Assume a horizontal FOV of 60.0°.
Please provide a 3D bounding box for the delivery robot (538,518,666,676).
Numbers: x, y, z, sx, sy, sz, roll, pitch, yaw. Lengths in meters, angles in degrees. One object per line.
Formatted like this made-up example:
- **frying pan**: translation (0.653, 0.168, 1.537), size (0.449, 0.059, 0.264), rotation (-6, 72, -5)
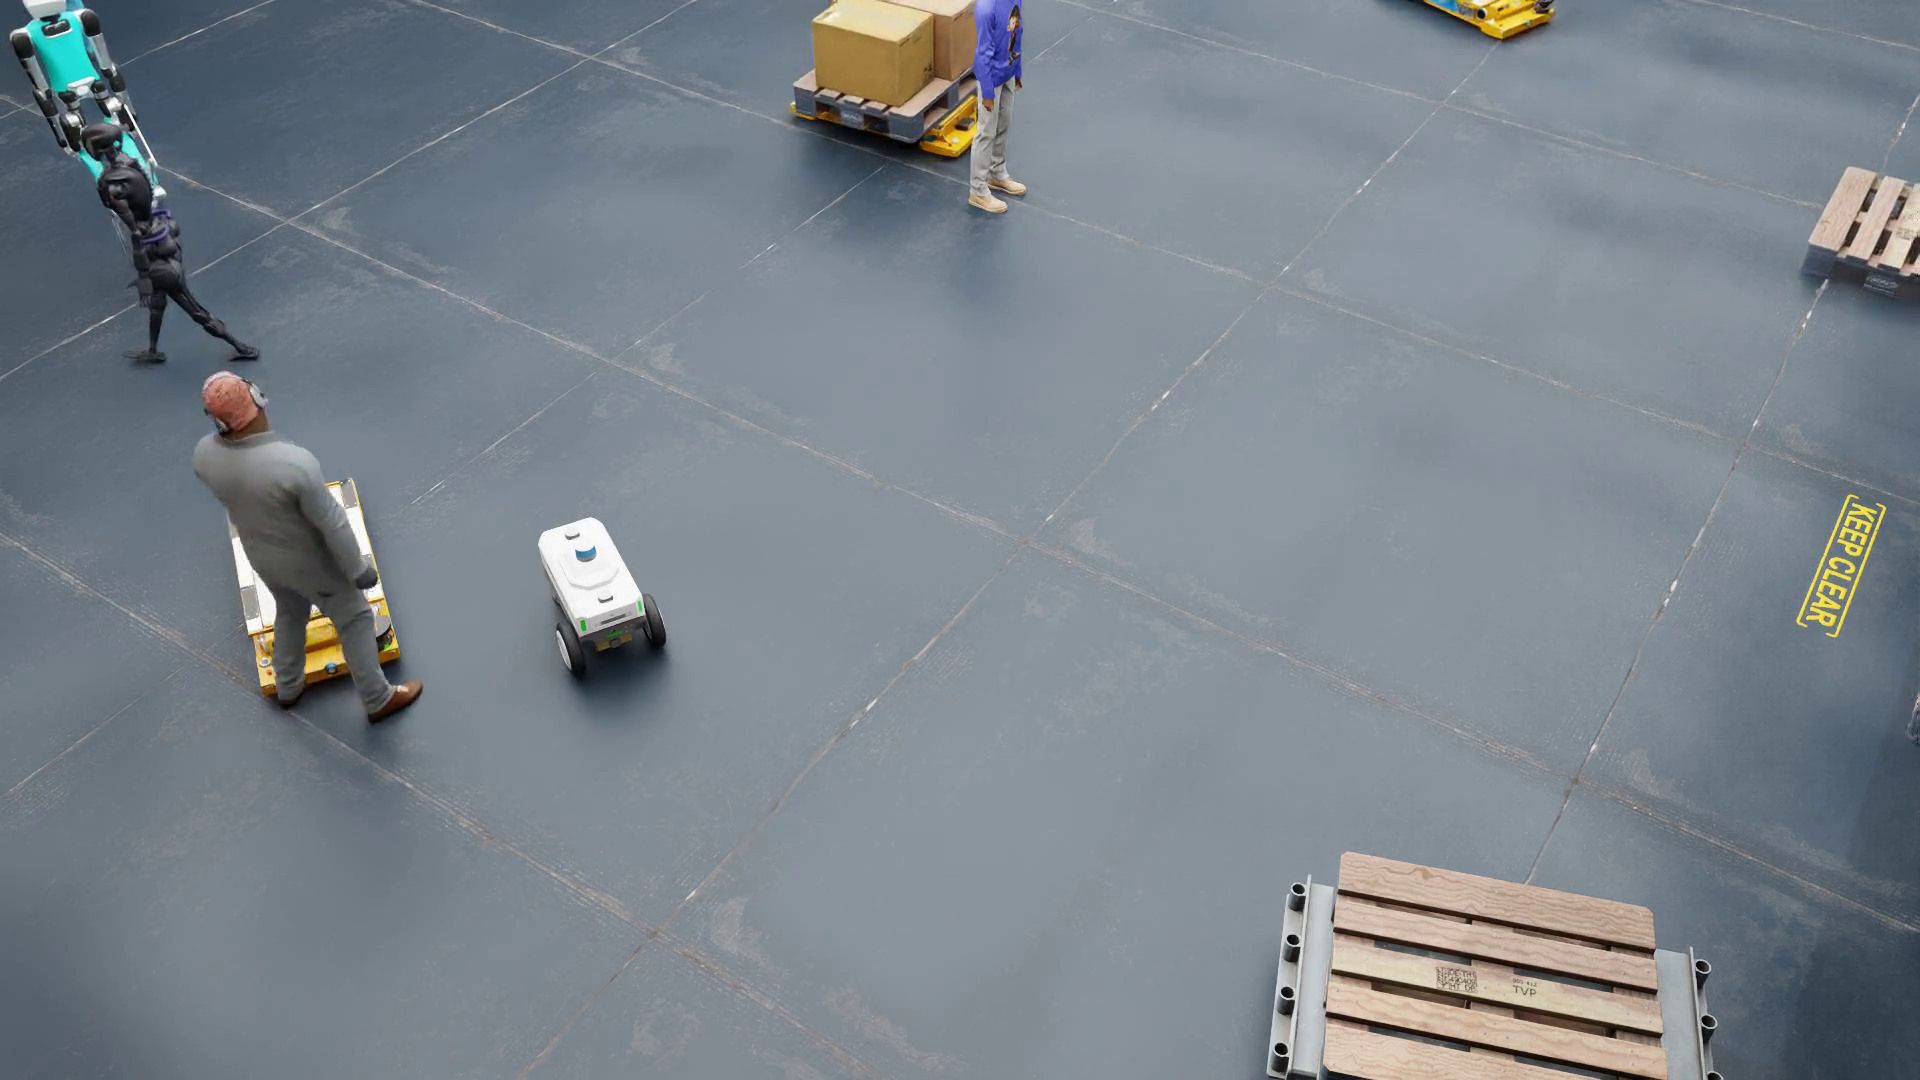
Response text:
- **delivery robot**: translation (-1.828, 0.239, 8.287), size (0.499, 0.581, 0.774), rotation (-19, 45, -20)

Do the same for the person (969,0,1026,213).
- **person**: translation (0.280, -3.071, 11.026), size (0.381, 1.865, 0.457), rotation (22, 46, 22)

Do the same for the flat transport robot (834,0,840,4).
- **flat transport robot**: translation (-0.335, -4.707, 14.047), size (0.659, 0.231, 1.431), rotation (31, 50, 30)

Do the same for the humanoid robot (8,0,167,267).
- **humanoid robot**: translation (-5.400, -2.504, 10.566), size (0.541, 1.895, 0.712), rotation (-32, 51, -31)

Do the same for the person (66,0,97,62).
- **person**: translation (-7.029, -4.486, 12.618), size (0.568, 1.840, 0.373), rotation (-22, 46, -23)

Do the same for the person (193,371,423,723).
- **person**: translation (-2.973, 0.069, 7.500), size (0.713, 1.877, 0.435), rotation (17, 45, 18)

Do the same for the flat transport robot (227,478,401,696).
- **flat transport robot**: translation (-3.355, 0.180, 8.578), size (0.659, 0.231, 1.431), rotation (-16, 44, -18)

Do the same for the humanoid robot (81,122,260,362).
- **humanoid robot**: translation (-4.685, -1.672, 9.633), size (0.791, 1.625, 0.600), rotation (-11, 43, -12)

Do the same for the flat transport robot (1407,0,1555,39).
- **flat transport robot**: translation (4.205, -4.605, 13.933), size (0.659, 0.231, 1.431), rotation (-26, 48, -26)

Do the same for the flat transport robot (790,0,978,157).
- **flat transport robot**: translation (-0.492, -3.221, 12.384), size (1.431, 0.231, 0.659), rotation (20, 46, 21)
